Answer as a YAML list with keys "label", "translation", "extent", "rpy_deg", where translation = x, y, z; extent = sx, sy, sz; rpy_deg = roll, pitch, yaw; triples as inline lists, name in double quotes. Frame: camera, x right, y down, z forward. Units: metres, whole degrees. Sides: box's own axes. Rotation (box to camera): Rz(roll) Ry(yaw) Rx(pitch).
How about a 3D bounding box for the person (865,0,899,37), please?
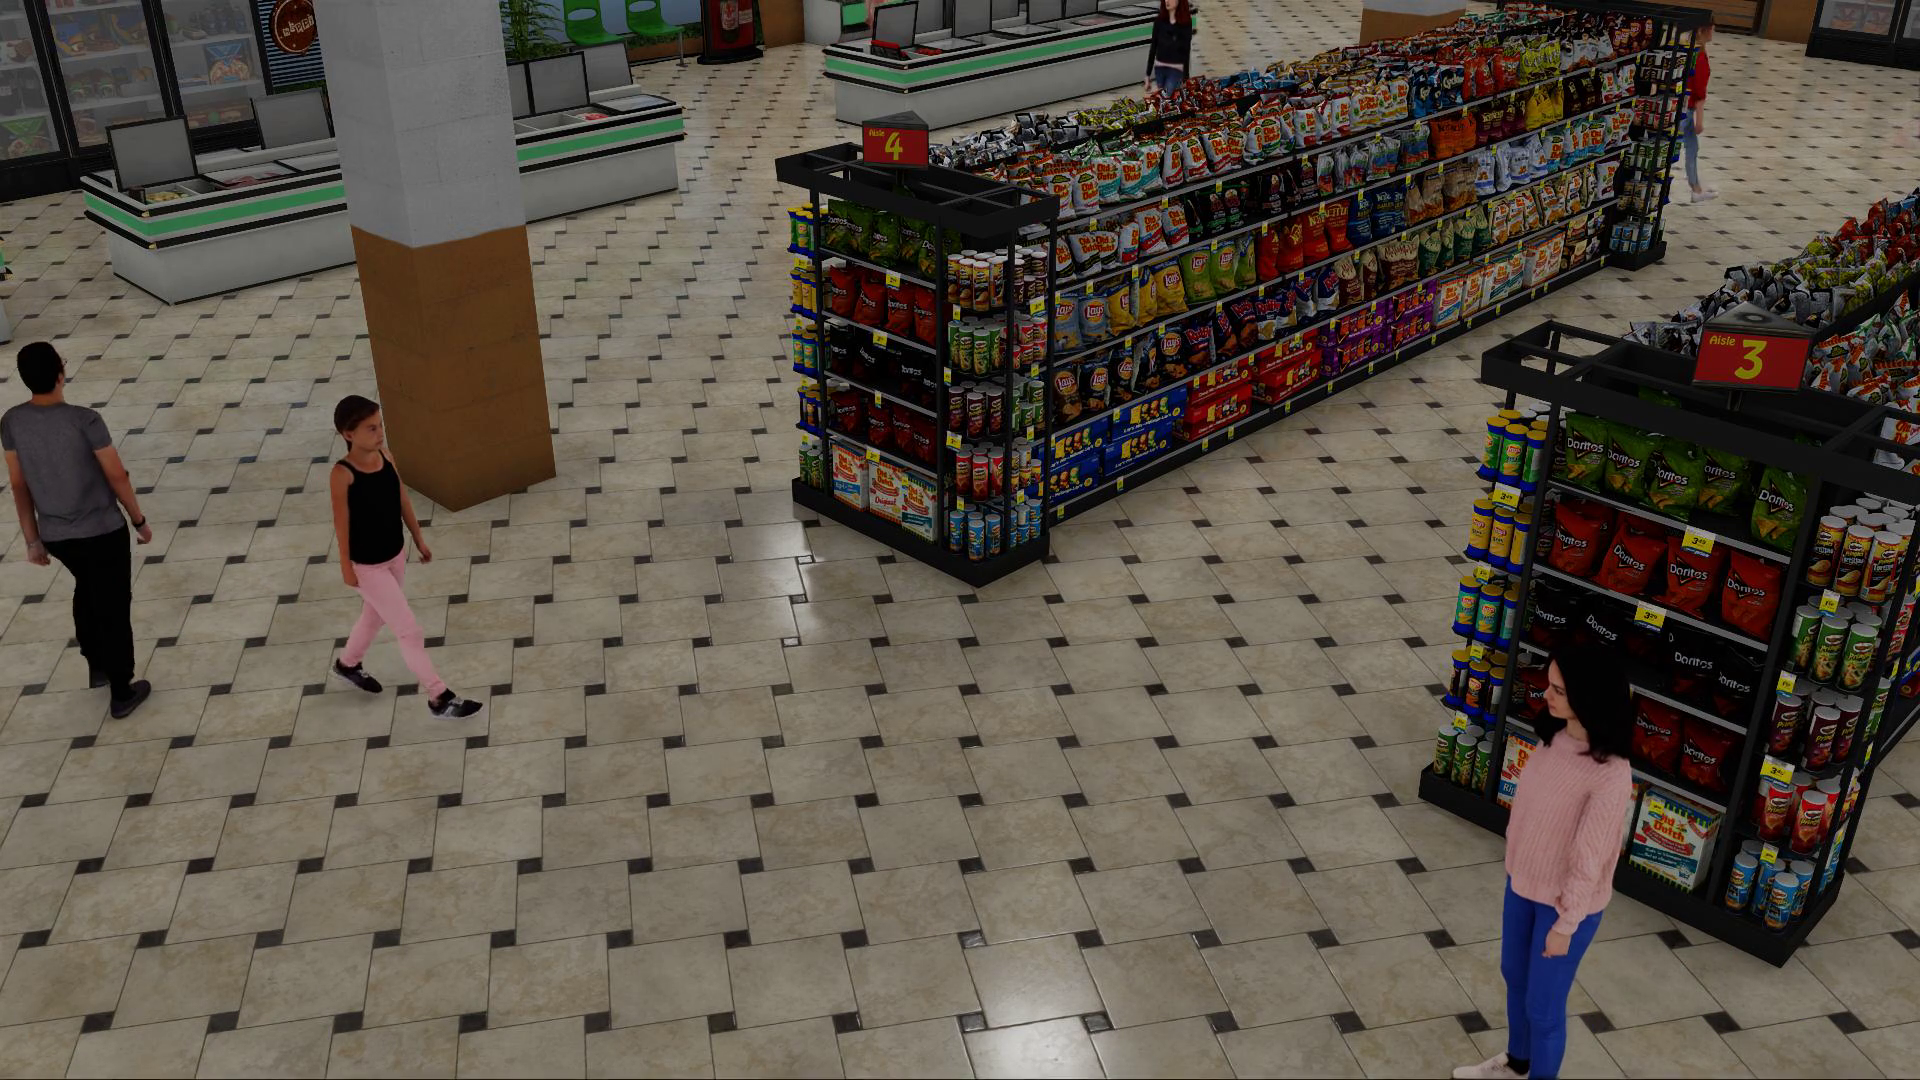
- label: "person"
  translation: [-0.949, -6.153, 19.526]
  extent: [0.695, 1.675, 0.912]
  rpy_deg: [16, 31, 29]

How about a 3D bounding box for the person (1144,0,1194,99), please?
- label: "person"
  translation: [2.066, -4.428, 16.044]
  extent: [0.624, 1.749, 1.233]
  rpy_deg: [22, 35, 37]

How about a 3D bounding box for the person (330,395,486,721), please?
- label: "person"
  translation: [-2.638, 0.093, 7.380]
  extent: [0.890, 1.520, 1.076]
  rpy_deg: [10, 28, 18]

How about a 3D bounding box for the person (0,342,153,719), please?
- label: "person"
  translation: [-3.900, 0.001, 7.319]
  extent: [0.755, 1.740, 0.811]
  rpy_deg: [3, 27, 5]

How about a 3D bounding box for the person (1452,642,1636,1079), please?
- label: "person"
  translation: [1.841, 1.102, 5.123]
  extent: [0.774, 1.764, 0.729]
  rpy_deg: [-2, 27, -4]

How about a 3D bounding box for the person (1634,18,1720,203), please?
- label: "person"
  translation: [6.375, -3.785, 14.877]
  extent: [1.202, 1.657, 1.133]
  rpy_deg: [-1, 27, -2]
